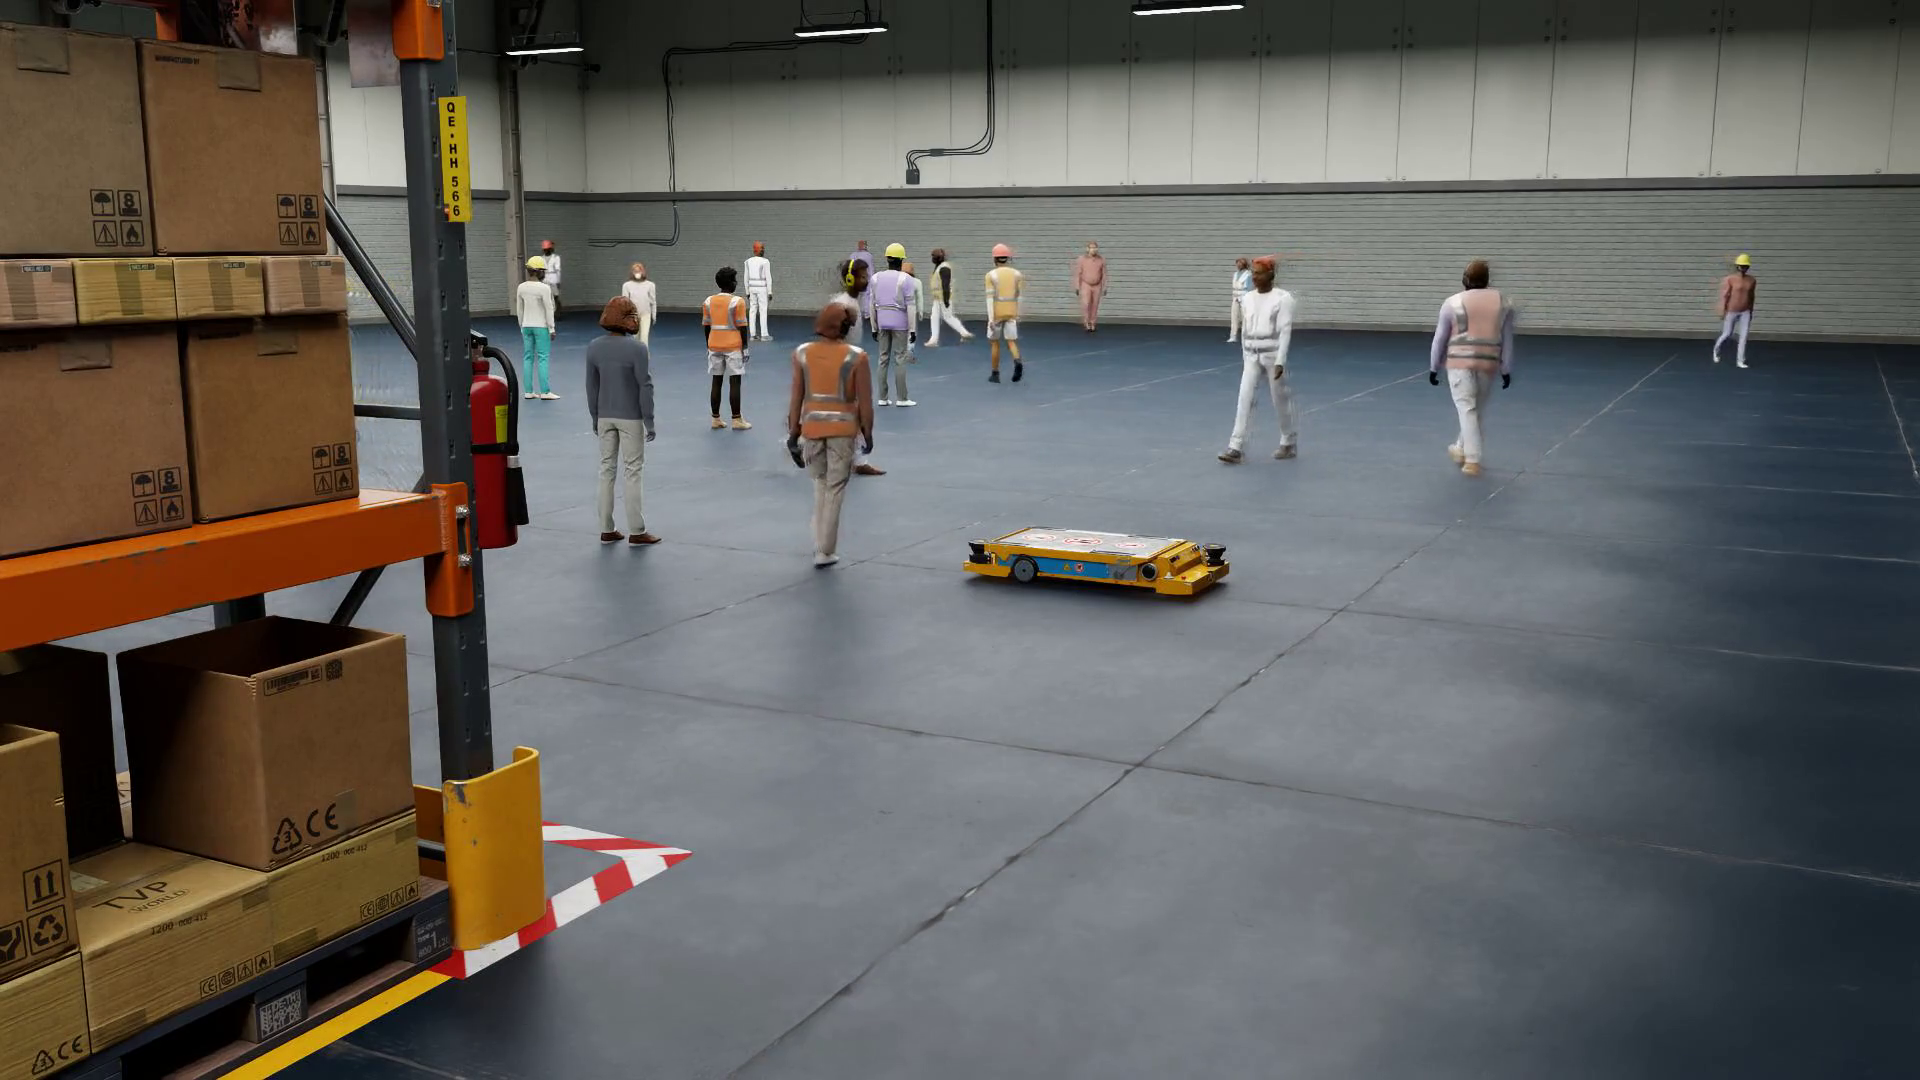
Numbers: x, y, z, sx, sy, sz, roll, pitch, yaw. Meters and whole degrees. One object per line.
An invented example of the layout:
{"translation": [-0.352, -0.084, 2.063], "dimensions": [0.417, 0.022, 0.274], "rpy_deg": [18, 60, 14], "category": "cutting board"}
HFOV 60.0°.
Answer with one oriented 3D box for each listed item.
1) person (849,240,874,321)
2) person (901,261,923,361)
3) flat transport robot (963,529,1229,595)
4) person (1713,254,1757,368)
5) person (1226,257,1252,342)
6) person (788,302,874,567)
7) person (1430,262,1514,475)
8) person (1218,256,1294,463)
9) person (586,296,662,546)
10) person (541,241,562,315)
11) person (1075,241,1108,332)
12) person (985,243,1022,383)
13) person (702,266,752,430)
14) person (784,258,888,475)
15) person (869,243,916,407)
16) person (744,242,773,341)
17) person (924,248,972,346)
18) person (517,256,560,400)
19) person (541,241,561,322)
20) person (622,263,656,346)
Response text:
{"translation": [-2.308, -6.177, 39.602], "dimensions": [0.652, 1.904, 0.402], "rpy_deg": [5, 12, 27], "category": "person"}
{"translation": [-0.852, -3.628, 26.508], "dimensions": [0.510, 1.611, 0.515], "rpy_deg": [1, 10, 3], "category": "person"}
{"translation": [0.801, 0.105, 9.798], "dimensions": [1.431, 0.197, 0.652], "rpy_deg": [5, 12, 27], "category": "flat transport robot"}
{"translation": [11.972, -3.539, 25.667], "dimensions": [0.531, 1.748, 0.704], "rpy_deg": [0, 10, -2], "category": "person"}
{"translation": [5.396, -4.567, 31.608], "dimensions": [0.732, 1.612, 0.526], "rpy_deg": [-8, 13, -37], "category": "person"}
{"translation": [-0.762, -0.658, 10.267], "dimensions": [0.525, 1.611, 0.588], "rpy_deg": [4, 11, 19], "category": "person"}
{"translation": [4.380, -1.488, 14.339], "dimensions": [0.652, 1.789, 0.947], "rpy_deg": [-1, 10, -5], "category": "person"}
{"translation": [2.719, -1.606, 14.877], "dimensions": [0.590, 1.840, 0.980], "rpy_deg": [10, 14, 44], "category": "person"}
{"translation": [-2.209, -0.775, 10.882], "dimensions": [0.507, 1.632, 0.267], "rpy_deg": [5, 12, 27], "category": "person"}
{"translation": [-10.437, -6.665, 42.370], "dimensions": [0.535, 1.864, 0.312], "rpy_deg": [5, 12, 27], "category": "person"}
{"translation": [2.780, -5.264, 34.662], "dimensions": [0.673, 1.881, 0.785], "rpy_deg": [-2, 11, -10], "category": "person"}
{"translation": [0.614, -3.072, 22.653], "dimensions": [0.550, 1.916, 0.733], "rpy_deg": [-4, 11, -19], "category": "person"}
{"translation": [-2.426, -1.991, 17.328], "dimensions": [0.540, 1.698, 0.317], "rpy_deg": [5, 12, 27], "category": "person"}
{"translation": [-1.045, -1.443, 13.978], "dimensions": [0.779, 1.845, 0.519], "rpy_deg": [1, 10, 7], "category": "person"}
{"translation": [-0.781, -2.538, 19.695], "dimensions": [0.594, 1.924, 0.383], "rpy_deg": [5, 12, 27], "category": "person"}
{"translation": [-3.875, -4.778, 32.027], "dimensions": [0.585, 1.881, 0.337], "rpy_deg": [5, 12, 27], "category": "person"}
{"translation": [-0.223, -4.428, 30.374], "dimensions": [0.827, 1.801, 0.662], "rpy_deg": [-3, 11, -17], "category": "person"}
{"translation": [-5.211, -2.610, 20.529], "dimensions": [0.533, 1.765, 0.322], "rpy_deg": [5, 12, 27], "category": "person"}
{"translation": [-9.575, -6.020, 38.776], "dimensions": [0.568, 1.883, 0.980], "rpy_deg": [2, 11, 9], "category": "person"}
{"translation": [-4.894, -3.430, 25.427], "dimensions": [0.512, 1.610, 0.751], "rpy_deg": [-1, 10, -5], "category": "person"}
